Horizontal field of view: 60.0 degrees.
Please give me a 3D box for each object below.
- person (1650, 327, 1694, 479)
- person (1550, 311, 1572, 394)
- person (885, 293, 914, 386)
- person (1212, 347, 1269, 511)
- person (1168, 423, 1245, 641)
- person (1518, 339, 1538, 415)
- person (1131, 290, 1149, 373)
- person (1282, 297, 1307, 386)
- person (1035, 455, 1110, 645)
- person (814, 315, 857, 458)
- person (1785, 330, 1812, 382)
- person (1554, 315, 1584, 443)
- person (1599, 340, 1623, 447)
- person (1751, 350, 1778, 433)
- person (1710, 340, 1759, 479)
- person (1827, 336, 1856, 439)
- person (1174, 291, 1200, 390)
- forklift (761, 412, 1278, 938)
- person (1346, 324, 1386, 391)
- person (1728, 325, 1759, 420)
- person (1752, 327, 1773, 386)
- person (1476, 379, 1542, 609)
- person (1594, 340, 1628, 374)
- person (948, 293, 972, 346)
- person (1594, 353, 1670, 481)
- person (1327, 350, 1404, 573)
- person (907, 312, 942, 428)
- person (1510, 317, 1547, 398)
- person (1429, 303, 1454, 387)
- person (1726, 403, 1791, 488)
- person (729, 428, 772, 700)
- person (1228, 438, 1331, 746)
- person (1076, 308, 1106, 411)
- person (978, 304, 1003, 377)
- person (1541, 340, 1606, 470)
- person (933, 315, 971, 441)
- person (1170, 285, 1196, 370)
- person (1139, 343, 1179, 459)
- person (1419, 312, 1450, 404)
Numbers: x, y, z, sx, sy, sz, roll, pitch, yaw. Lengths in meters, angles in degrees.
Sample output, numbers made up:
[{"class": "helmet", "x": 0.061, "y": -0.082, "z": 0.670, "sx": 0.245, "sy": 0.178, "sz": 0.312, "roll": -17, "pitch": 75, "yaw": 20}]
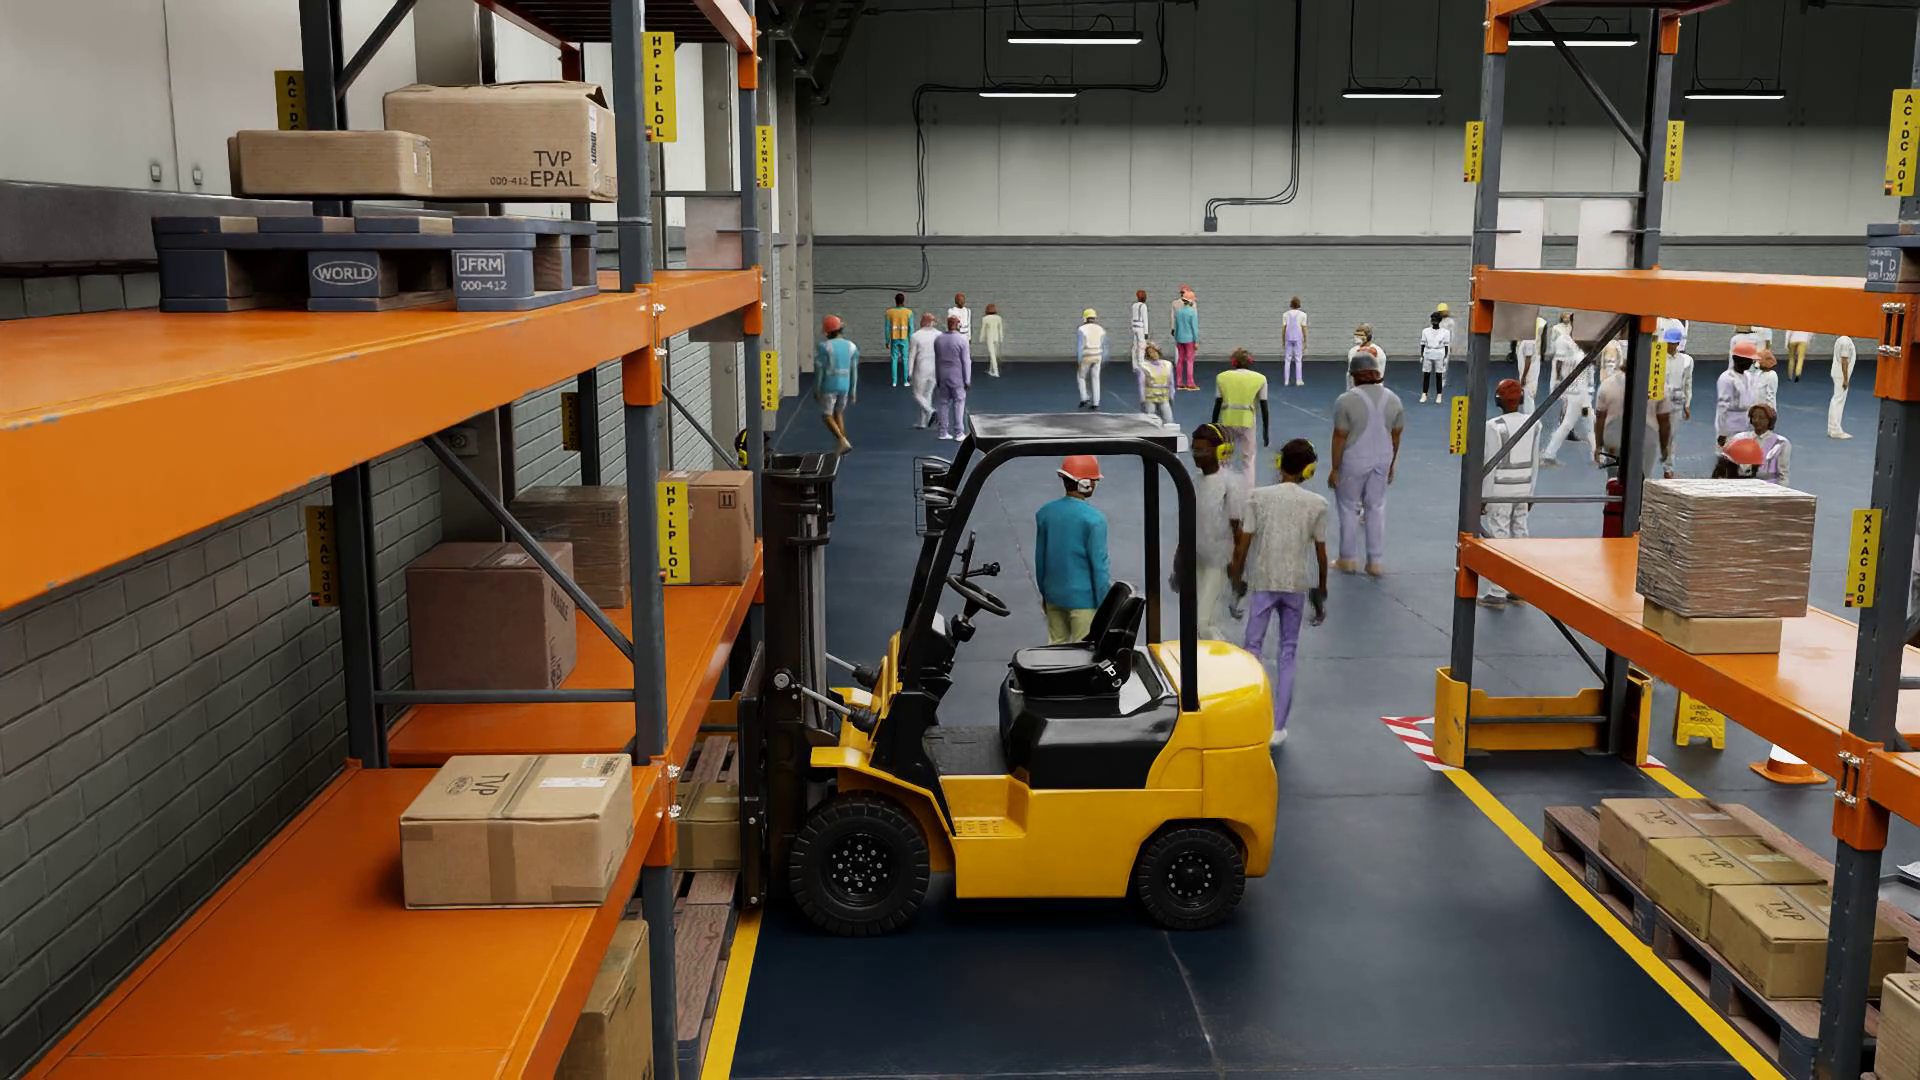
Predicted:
[{"class": "person", "x": 8.779, "y": -1.676, "z": 20.666, "sx": 0.605, "sy": 1.943, "sz": 0.402, "roll": 1, "pitch": 10, "yaw": 5}, {"class": "person", "x": 11.759, "y": -3.635, "z": 32.437, "sx": 0.523, "sy": 1.636, "sz": 0.310, "roll": -1, "pitch": 10, "yaw": -7}, {"class": "person", "x": -1.255, "y": -4.149, "z": 34.521, "sx": 0.592, "sy": 1.915, "sz": 0.375, "roll": 1, "pitch": 10, "yaw": 6}, {"class": "person", "x": 3.127, "y": -1.250, "z": 18.644, "sx": 0.646, "sy": 1.824, "sz": 0.510, "roll": 2, "pitch": 10, "yaw": 13}, {"class": "person", "x": 1.578, "y": 0.178, "z": 10.599, "sx": 0.375, "sy": 1.853, "sz": 0.556, "roll": -4, "pitch": 11, "yaw": -22}, {"class": "person", "x": 8.785, "y": -2.544, "z": 25.806, "sx": 0.342, "sy": 1.837, "sz": 0.504, "roll": 3, "pitch": 11, "yaw": 15}, {"class": "person", "x": 4.130, "y": -4.766, "z": 38.051, "sx": 0.356, "sy": 1.883, "sz": 0.572, "roll": -5, "pitch": 11, "yaw": -26}, {"class": "person", "x": 6.960, "y": -4.133, "z": 34.631, "sx": 0.519, "sy": 1.843, "sz": 0.331, "roll": 4, "pitch": 11, "yaw": 23}, {"class": "person", "x": 0.705, "y": 0.326, "z": 10.040, "sx": 0.342, "sy": 1.750, "sz": 0.568, "roll": -8, "pitch": 13, "yaw": -39}, {"class": "person", "x": -1.678, "y": -2.096, "z": 22.847, "sx": 0.636, "sy": 1.996, "sz": 0.747, "roll": -9, "pitch": 13, "yaw": -41}, {"class": "person", "x": 17.972, "y": -4.259, "z": 35.670, "sx": 0.507, "sy": 1.719, "sz": 0.899, "roll": 6, "pitch": 12, "yaw": 29}, {"class": "person", "x": 9.078, "y": -2.402, "z": 24.677, "sx": 0.661, "sy": 1.951, "sz": 0.402, "roll": -6, "pitch": 12, "yaw": -31}, {"class": "person", "x": 9.511, "y": -2.296, "z": 24.194, "sx": 0.389, "sy": 1.924, "sz": 0.549, "roll": 5, "pitch": 11, "yaw": 25}, {"class": "person", "x": 10.214, "y": -1.604, "z": 21.165, "sx": 0.289, "sy": 1.626, "sz": 0.498, "roll": 0, "pitch": 10, "yaw": 1}, {"class": "person", "x": 8.487, "y": -1.226, "z": 18.219, "sx": 0.549, "sy": 1.928, "sz": 0.394, "roll": -9, "pitch": 14, "yaw": -41}, {"class": "person", "x": 13.435, "y": -2.454, "z": 25.292, "sx": 0.343, "sy": 1.840, "sz": 0.507, "roll": 4, "pitch": 11, "yaw": 20}, {"class": "person", "x": 4.588, "y": -4.019, "z": 33.573, "sx": 0.378, "sy": 1.996, "sz": 0.611, "roll": -8, "pitch": 13, "yaw": -38}, {"class": "forklift", "x": 0.291, "y": 0.548, "z": 7.580, "sx": 2.313, "sy": 2.155, "sz": 1.214, "roll": 0, "pitch": 10, "yaw": -2}, {"class": "person", "x": 5.293, "y": -1.864, "z": 21.768, "sx": 0.380, "sy": 1.930, "sz": 0.625, "roll": -6, "pitch": 12, "yaw": -30}, {"class": "person", "x": 13.109, "y": -2.873, "z": 27.889, "sx": 0.483, "sy": 1.744, "sz": 0.299, "roll": -1, "pitch": 10, "yaw": -4}, {"class": "person", "x": 14.490, "y": -3.322, "z": 30.198, "sx": 0.533, "sy": 1.821, "sz": 0.511, "roll": -2, "pitch": 10, "yaw": -11}, {"class": "person", "x": 4.471, "y": -0.376, "z": 13.597, "sx": 0.574, "sy": 1.881, "sz": 0.358, "roll": -5, "pitch": 11, "yaw": -26}, {"class": "person", "x": 11.270, "y": -3.073, "z": 28.620, "sx": 0.617, "sy": 1.872, "sz": 0.954, "roll": 7, "pitch": 13, "yaw": 36}, {"class": "person", "x": -0.005, "y": -4.335, "z": 35.651, "sx": 0.583, "sy": 1.882, "sz": 0.350, "roll": -7, "pitch": 12, "yaw": -34}, {"class": "person", "x": 6.805, "y": -1.030, "z": 16.801, "sx": 0.696, "sy": 2.000, "sz": 1.032, "roll": 7, "pitch": 12, "yaw": 33}, {"class": "person", "x": 3.613, "y": -0.713, "z": 15.030, "sx": 0.701, "sy": 2.000, "sz": 0.538, "roll": -3, "pitch": 11, "yaw": -18}, {"class": "person", "x": -0.547, "y": -2.684, "z": 26.477, "sx": 0.667, "sy": 1.877, "sz": 0.738, "roll": -6, "pitch": 12, "yaw": -32}, {"class": "person", "x": 10.797, "y": -3.576, "z": 31.632, "sx": 0.640, "sy": 1.799, "sz": 0.932, "roll": 3, "pitch": 11, "yaw": 14}, {"class": "person", "x": 9.855, "y": -3.999, "z": 34.232, "sx": 0.492, "sy": 1.722, "sz": 0.671, "roll": 8, "pitch": 13, "yaw": 39}, {"class": "person", "x": 6.723, "y": -0.341, "z": 14.067, "sx": 0.309, "sy": 1.645, "sz": 0.514, "roll": -10, "pitch": 14, "yaw": -43}, {"class": "person", "x": -1.256, "y": 0.234, "z": 10.236, "sx": 0.313, "sy": 1.869, "sz": 0.538, "roll": 4, "pitch": 11, "yaw": 21}, {"class": "person", "x": 1.891, "y": 0.327, "z": 9.823, "sx": 0.584, "sy": 1.831, "sz": 0.623, "roll": 1, "pitch": 10, "yaw": 8}, {"class": "person", "x": 2.306, "y": -3.208, "z": 29.587, "sx": 0.616, "sy": 1.800, "sz": 0.599, "roll": -5, "pitch": 11, "yaw": -25}, {"class": "person", "x": 0.646, "y": -4.453, "z": 37.073, "sx": 0.511, "sy": 1.599, "sz": 0.772, "roll": -8, "pitch": 13, "yaw": -36}, {"class": "person", "x": 8.173, "y": -1.831, "z": 21.844, "sx": 1.013, "sy": 1.831, "sz": 0.592, "roll": 5, "pitch": 11, "yaw": 27}, {"class": "person", "x": -0.089, "y": -2.431, "z": 25.012, "sx": 0.649, "sy": 1.899, "sz": 0.399, "roll": 8, "pitch": 13, "yaw": 37}, {"class": "person", "x": 5.191, "y": -4.924, "z": 38.619, "sx": 0.612, "sy": 1.994, "sz": 0.394, "roll": 4, "pitch": 11, "yaw": 20}, {"class": "person", "x": 2.724, "y": -1.868, "z": 22.649, "sx": 0.544, "sy": 1.604, "sz": 0.631, "roll": -2, "pitch": 10, "yaw": -14}, {"class": "person", "x": 8.774, "y": -3.365, "z": 30.773, "sx": 0.530, "sy": 1.693, "sz": 0.321, "roll": 5, "pitch": 11, "yaw": 27}]
